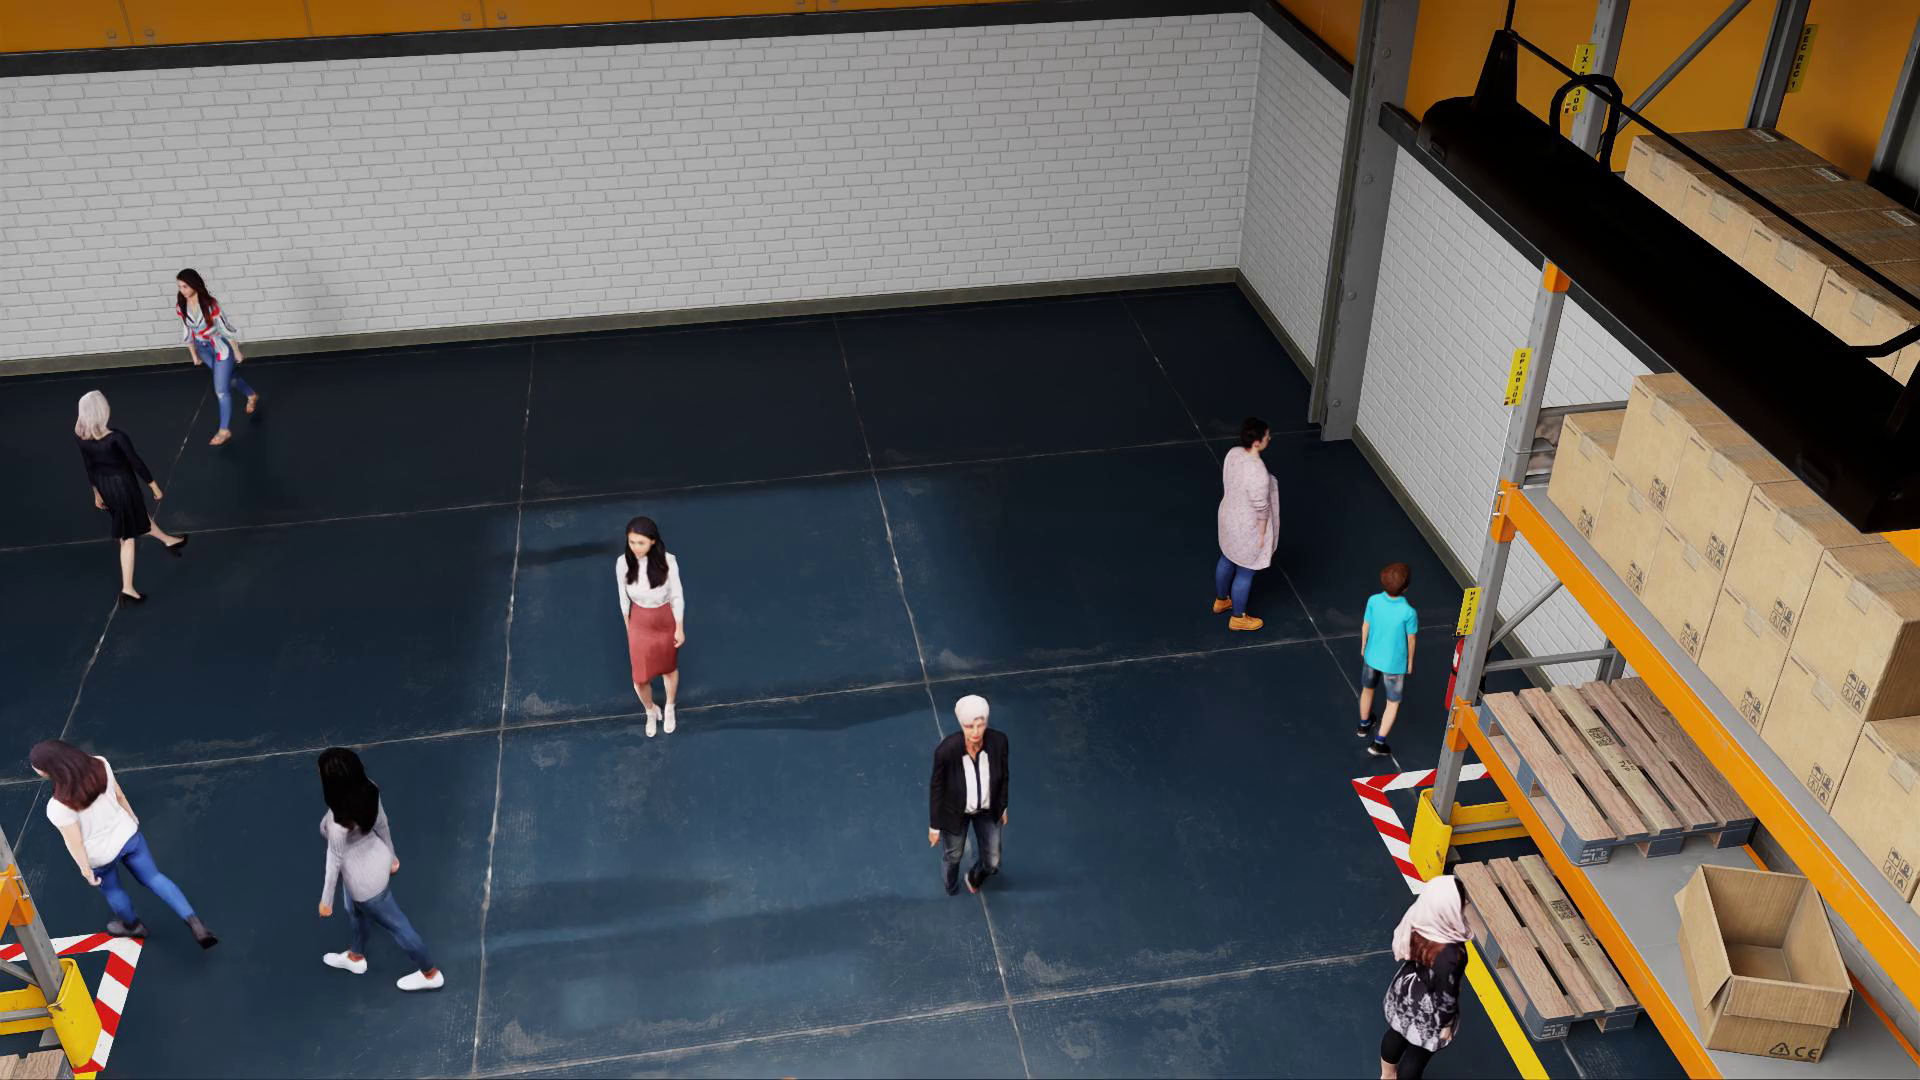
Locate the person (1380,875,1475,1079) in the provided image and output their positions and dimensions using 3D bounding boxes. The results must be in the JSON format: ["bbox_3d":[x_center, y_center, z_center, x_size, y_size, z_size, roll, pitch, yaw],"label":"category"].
[{"bbox_3d":[2.389,2.337,8.559,0.672,1.637,0.539,-5,34,-8],"label":"person"}]

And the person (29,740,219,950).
[{"bbox_3d":[-4.721,1.779,9.392,1.066,1.646,1.098,16,37,22],"label":"person"}]

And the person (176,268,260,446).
[{"bbox_3d":[-6.521,-1.700,14.697,0.875,1.566,1.146,5,34,8],"label":"person"}]

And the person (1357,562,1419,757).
[{"bbox_3d":[2.834,0.774,11.068,0.710,1.464,0.763,25,41,32],"label":"person"}]

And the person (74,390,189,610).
[{"bbox_3d":[-6.297,-0.272,12.421,0.964,1.708,1.205,9,35,13],"label":"person"}]

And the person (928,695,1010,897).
[{"bbox_3d":[-0.007,1.578,9.917,0.736,1.766,0.596,-6,34,-9],"label":"person"}]

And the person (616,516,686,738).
[{"bbox_3d":[-2.019,0.549,11.157,0.647,1.740,0.652,0,34,1],"label":"person"}]

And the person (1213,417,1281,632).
[{"bbox_3d":[2.082,-0.136,12.185,0.787,1.743,0.619,-11,35,-17],"label":"person"}]

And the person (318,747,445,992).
[{"bbox_3d":[-3.163,1.871,9.198,0.817,1.708,0.958,0,34,0],"label":"person"}]
